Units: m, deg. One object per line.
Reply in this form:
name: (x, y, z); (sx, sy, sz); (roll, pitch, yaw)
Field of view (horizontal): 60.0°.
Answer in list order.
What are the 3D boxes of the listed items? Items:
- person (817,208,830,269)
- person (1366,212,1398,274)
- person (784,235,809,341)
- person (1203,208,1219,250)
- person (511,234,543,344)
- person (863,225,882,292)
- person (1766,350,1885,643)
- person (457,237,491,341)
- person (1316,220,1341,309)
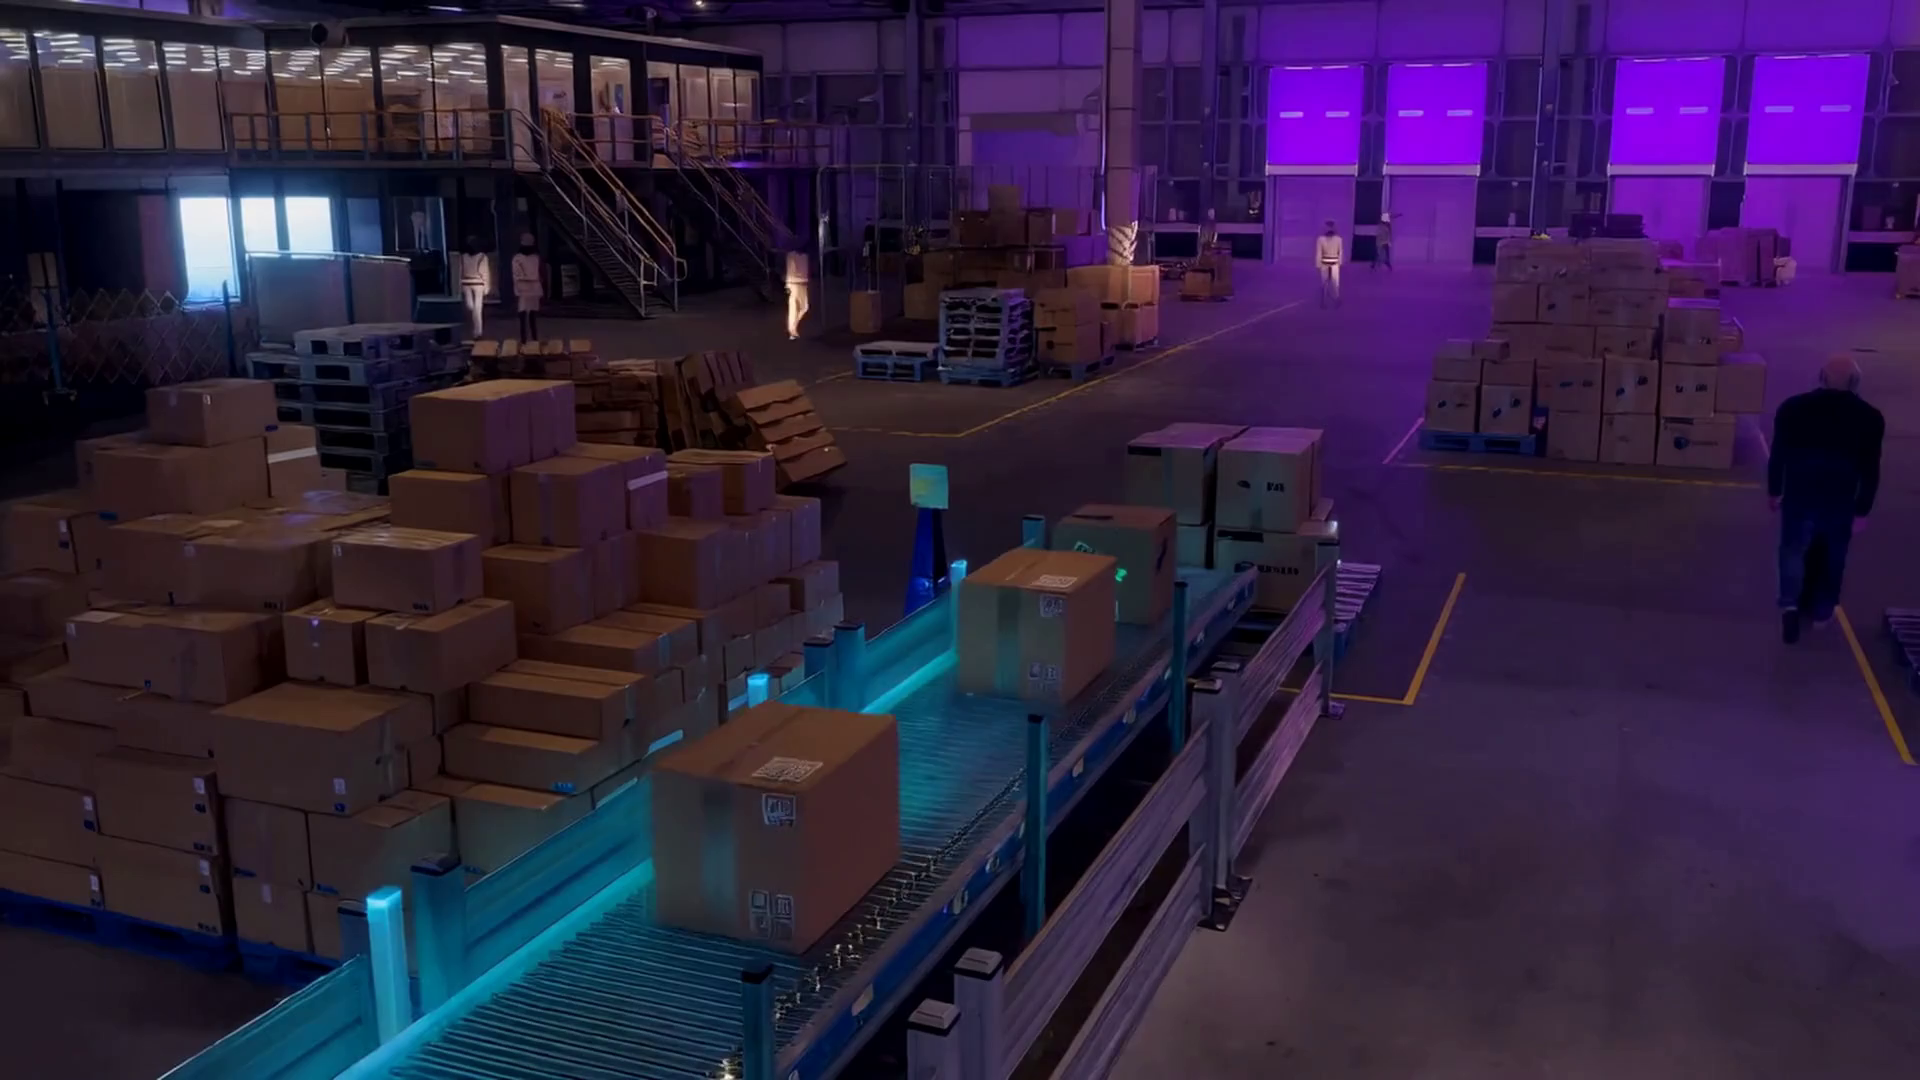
person: (-4.205, -9.182, 50.716); (0.517, 1.843, 0.326); (-9, 16, -36)
person: (12.295, -8.640, 48.405); (0.963, 1.805, 0.617); (8, 15, 31)
person: (-2.937, -4.463, 29.518); (0.442, 1.862, 0.688); (9, 16, 36)
person: (7.708, -9.348, 51.493); (0.942, 1.833, 0.524); (11, 17, 40)
person: (-7.298, -4.201, 28.158); (0.353, 1.939, 0.544); (10, 16, 38)
person: (-1.778, -5.434, 33.763); (0.397, 1.911, 0.587); (0, 13, 2)
person: (5.554, -0.285, 10.737); (0.639, 1.871, 0.881); (7, 14, 29)
person: (-8.544, -4.419, 29.349); (0.579, 1.859, 0.871); (2, 13, 7)
person: (8.029, -5.960, 36.081); (0.639, 1.919, 0.634); (-3, 13, -15)
